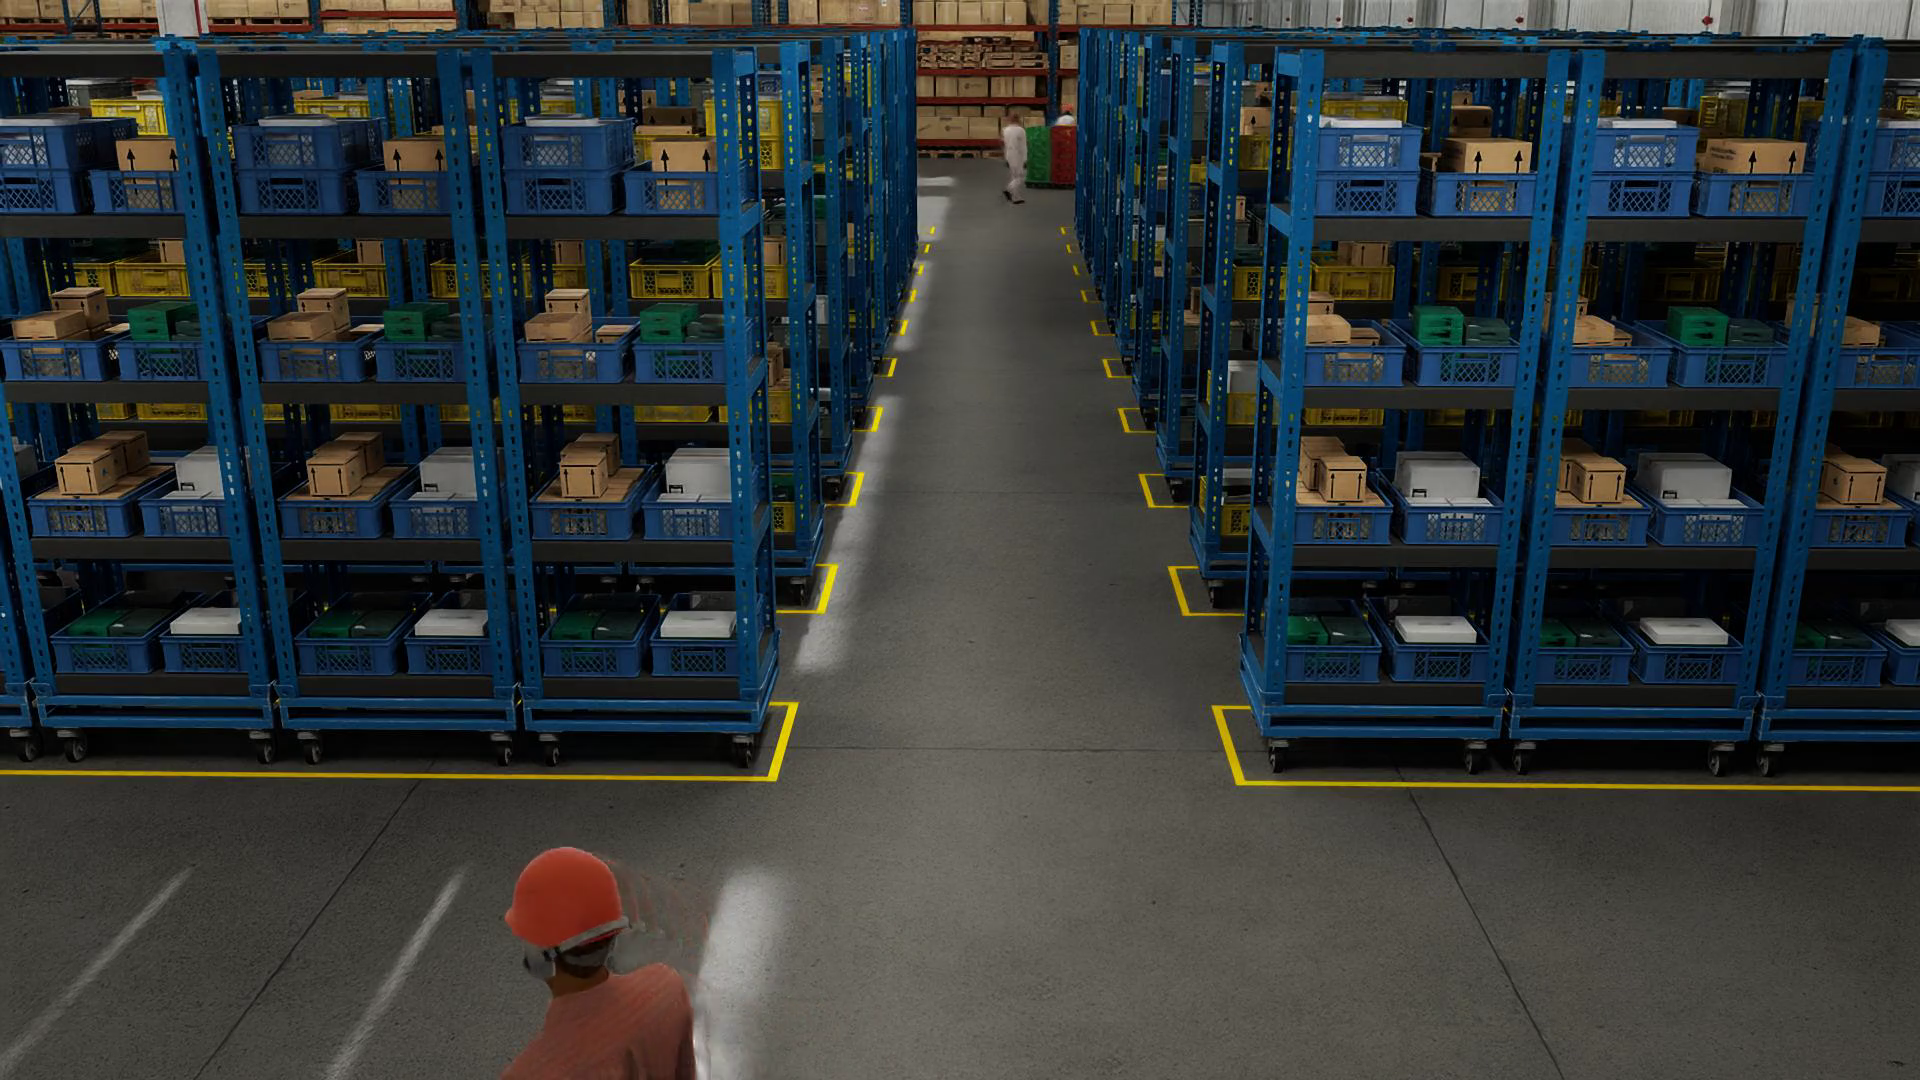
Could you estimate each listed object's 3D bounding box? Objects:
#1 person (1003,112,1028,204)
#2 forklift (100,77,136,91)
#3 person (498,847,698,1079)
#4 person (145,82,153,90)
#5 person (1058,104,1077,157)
[{"bbox_3d":[1.142,-7.886,34.397,0.579,1.884,0.669,-12,21,-34],"label":"person"},{"bbox_3d":[-24.966,-13.120,49.453,1.129,2.768,1.873,-16,23,-41],"label":"forklift"},{"bbox_3d":[-0.753,1.653,3.887,0.858,1.966,0.621,9,20,27],"label":"person"},{"bbox_3d":[-24.541,-13.001,50.708,0.649,1.892,0.593,9,20,27],"label":"person"},{"bbox_3d":[2.717,-9.798,40.755,0.590,1.720,0.791,15,23,40],"label":"person"}]
